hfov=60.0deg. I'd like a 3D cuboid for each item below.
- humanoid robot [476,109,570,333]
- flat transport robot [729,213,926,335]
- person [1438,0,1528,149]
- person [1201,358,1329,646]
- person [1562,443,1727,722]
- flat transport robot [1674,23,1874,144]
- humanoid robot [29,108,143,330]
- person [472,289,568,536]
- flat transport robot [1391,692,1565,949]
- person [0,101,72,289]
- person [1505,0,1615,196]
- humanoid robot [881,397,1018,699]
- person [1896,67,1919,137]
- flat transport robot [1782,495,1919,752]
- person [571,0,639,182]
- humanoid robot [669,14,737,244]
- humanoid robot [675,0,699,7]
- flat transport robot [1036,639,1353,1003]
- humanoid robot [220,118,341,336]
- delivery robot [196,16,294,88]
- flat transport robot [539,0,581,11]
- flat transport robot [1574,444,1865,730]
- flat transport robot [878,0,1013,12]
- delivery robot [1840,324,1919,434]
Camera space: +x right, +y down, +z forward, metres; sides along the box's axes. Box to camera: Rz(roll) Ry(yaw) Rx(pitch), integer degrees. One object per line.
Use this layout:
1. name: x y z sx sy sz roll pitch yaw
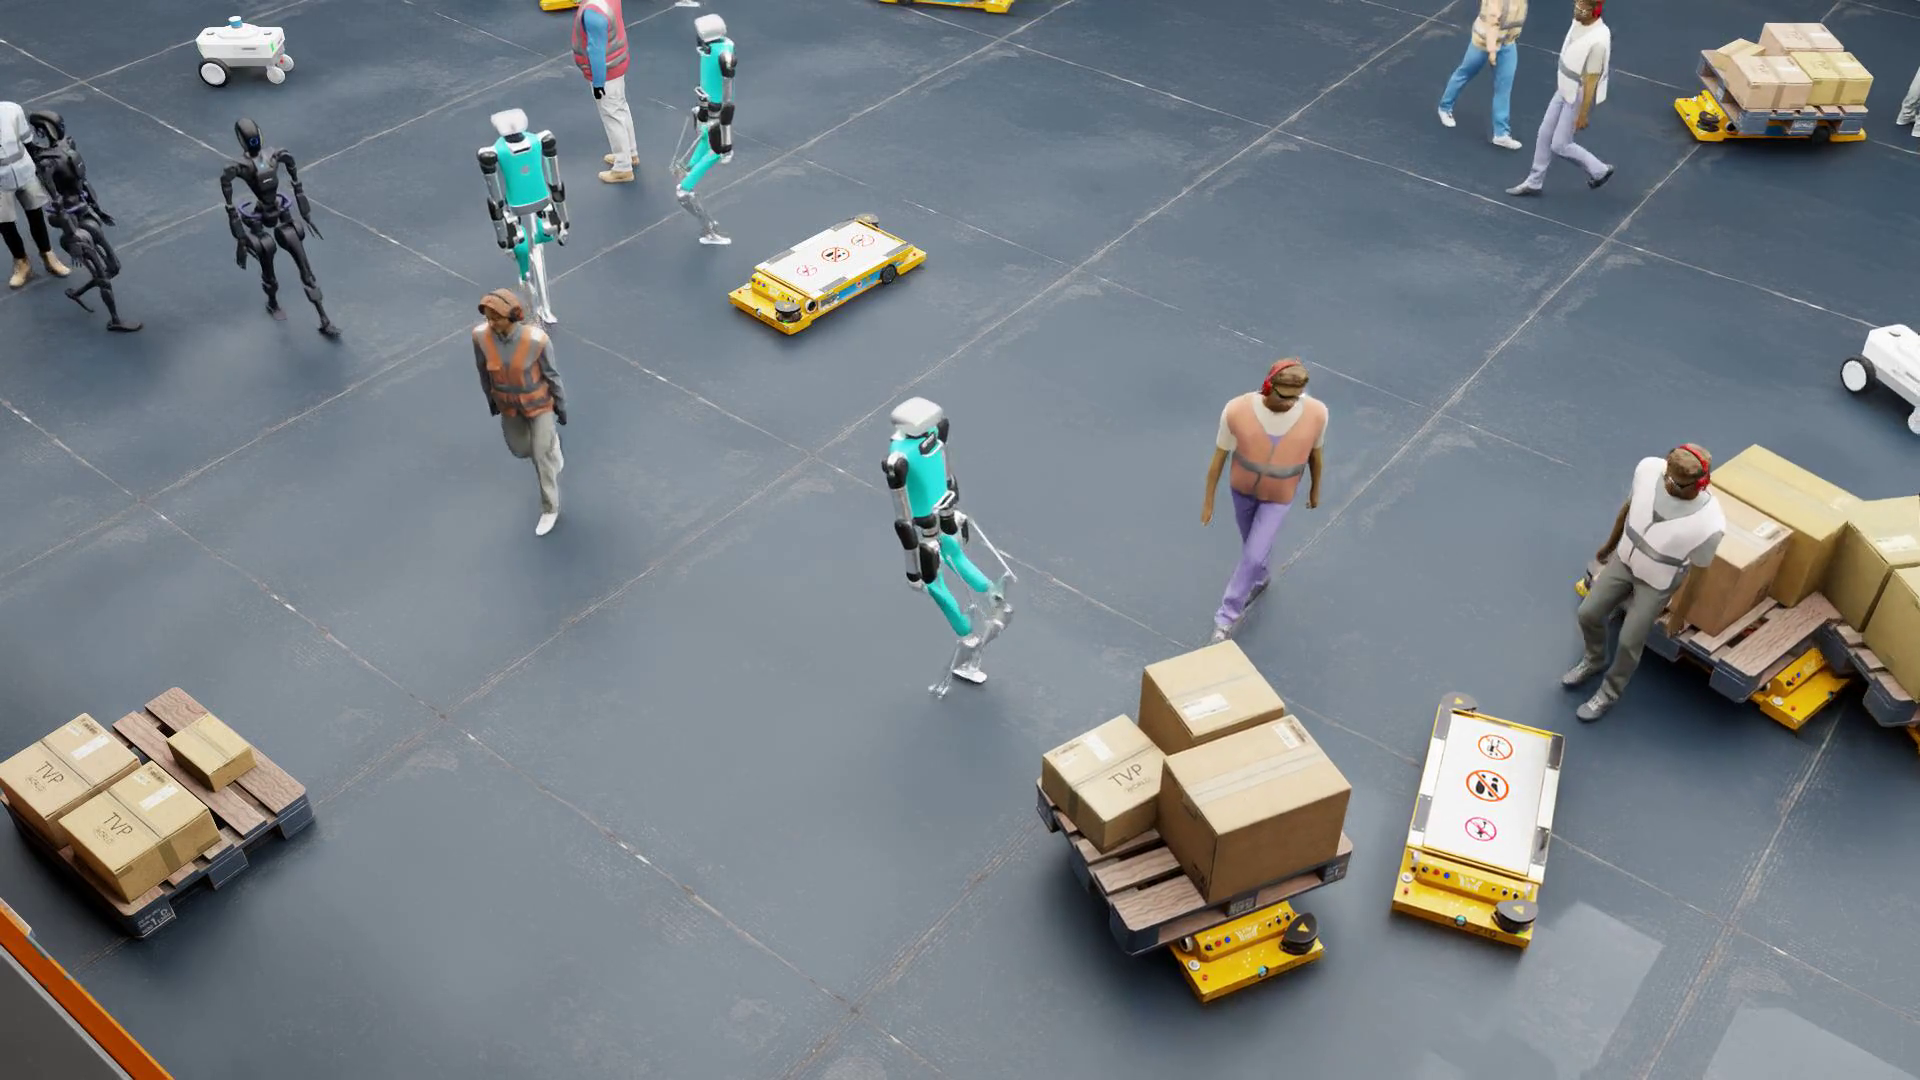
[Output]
1. humanoid robot: -3.034 -2.188 11.569 0.544 1.868 0.744 -22 45 -23
2. flat transport robot: -0.979 -2.005 12.437 0.659 0.231 1.431 31 49 31
3. person: 4.464 -4.166 13.890 0.495 1.664 0.866 -20 44 -22
4. person: 1.645 -0.216 9.143 0.585 1.795 0.791 14 42 16
5. person: 3.557 0.192 8.653 0.515 1.820 0.635 -20 44 -22
6. flat transport robot: 7.025 -3.684 14.411 1.431 0.231 0.659 0 40 0
7. humanoid robot: -6.206 -2.210 11.588 0.516 1.640 0.605 -6 41 -7
8. person: -2.598 -0.859 10.039 0.530 1.614 0.648 8 41 9
9. flat transport robot: 2.656 1.382 8.453 0.659 0.231 1.431 14 42 16
10. person: -6.917 -2.618 12.062 0.381 1.687 0.550 29 48 29
11. person: 4.837 -3.458 12.959 0.709 1.810 0.594 1 40 1
12. humanoid robot: 0.010 0.107 8.846 0.786 1.795 0.555 19 44 21
13. person: 8.351 -4.213 13.905 0.321 1.731 0.491 -9 41 -11
14. flat transport robot: 5.353 0.705 9.248 0.659 0.231 1.431 -6 41 -8
15. person: -2.858 -3.771 13.313 0.431 1.836 0.628 0 40 0
16. humanoid robot: -1.983 -3.022 12.504 0.694 1.783 0.551 -19 44 -21
17. humanoid robot: -2.913 -5.990 16.013 0.918 1.757 0.545 -4 41 -5
18. flat transport robot: 1.129 1.576 8.224 0.659 0.231 1.431 -16 43 -18
19. humanoid robot: -4.785 -2.181 11.593 0.616 1.620 0.791 -33 50 -32
20. delivery robot: -6.520 -4.436 15.091 0.808 0.614 0.499 0 40 0
21. flat transport robot: -4.043 -5.745 16.836 0.659 0.231 1.431 -15 42 -16
22. flat transport robot: 4.325 0.480 9.513 0.659 0.231 1.431 -27 47 -28
23. flat transport robot: -0.166 -5.529 16.583 1.431 0.231 0.659 9 41 10
24. delivery robot: 6.407 -1.131 11.178 0.499 0.581 0.768 -12 42 -14
